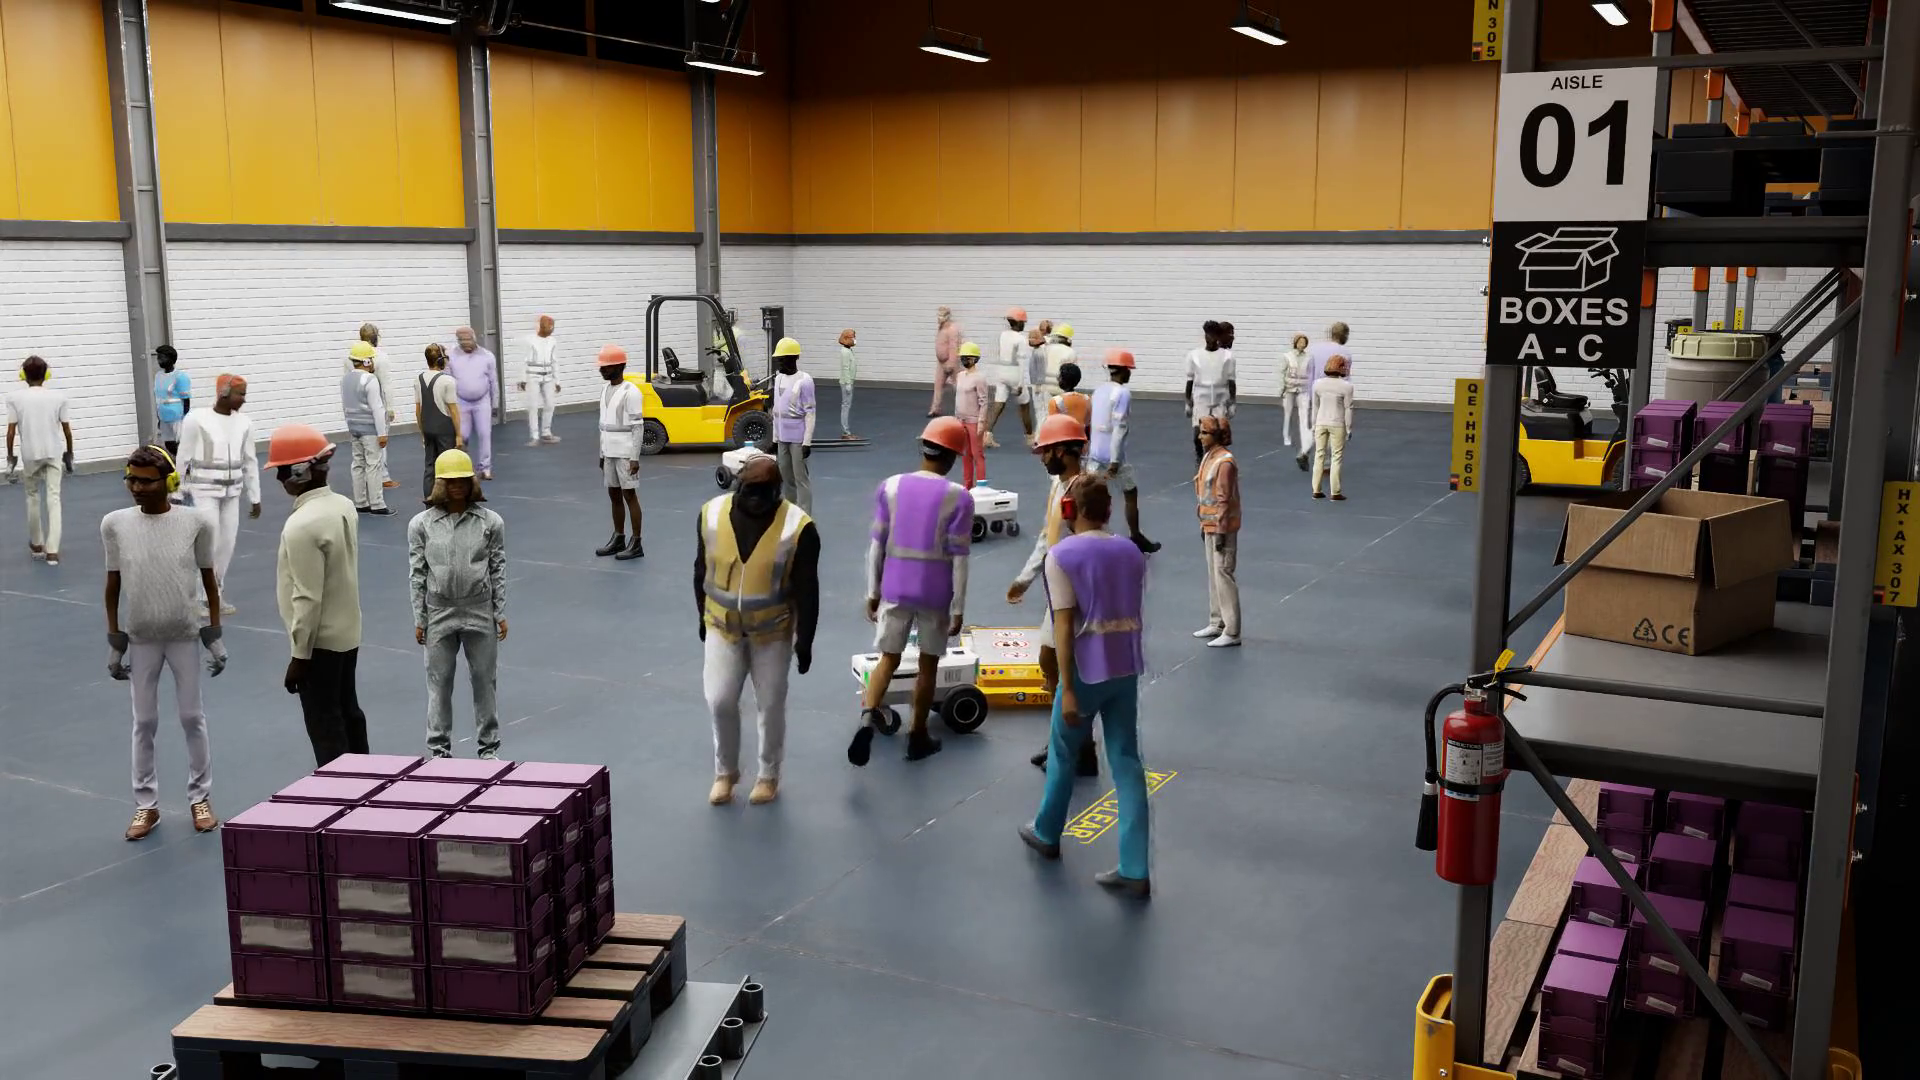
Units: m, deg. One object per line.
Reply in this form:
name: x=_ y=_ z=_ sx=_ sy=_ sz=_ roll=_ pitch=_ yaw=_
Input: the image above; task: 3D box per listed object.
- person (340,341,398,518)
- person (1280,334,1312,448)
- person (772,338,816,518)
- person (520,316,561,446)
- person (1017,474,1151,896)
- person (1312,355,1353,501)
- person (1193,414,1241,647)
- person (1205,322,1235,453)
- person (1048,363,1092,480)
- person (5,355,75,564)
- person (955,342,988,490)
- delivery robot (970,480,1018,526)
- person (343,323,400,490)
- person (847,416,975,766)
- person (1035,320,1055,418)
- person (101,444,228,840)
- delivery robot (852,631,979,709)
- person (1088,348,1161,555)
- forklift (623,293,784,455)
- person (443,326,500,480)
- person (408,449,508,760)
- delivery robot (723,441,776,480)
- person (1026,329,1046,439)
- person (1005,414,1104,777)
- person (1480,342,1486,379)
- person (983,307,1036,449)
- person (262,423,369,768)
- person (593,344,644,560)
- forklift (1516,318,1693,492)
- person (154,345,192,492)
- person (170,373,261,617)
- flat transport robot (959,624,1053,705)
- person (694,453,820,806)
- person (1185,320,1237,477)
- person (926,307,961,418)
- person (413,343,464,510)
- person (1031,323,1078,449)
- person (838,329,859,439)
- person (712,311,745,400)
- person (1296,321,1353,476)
person: x=-6.167 y=-1.150 z=17.326 sx=0.590 sy=1.837 sz=0.404 roll=7 pitch=12 yaw=35
person: x=4.776 y=-2.114 z=23.553 sx=0.515 sy=1.608 sz=0.732 roll=1 pitch=10 yaw=4
person: x=-1.650 y=-1.010 z=16.251 sx=0.366 sy=1.926 sz=0.594 roll=-9 pitch=13 yaw=-41
person: x=-6.020 y=-2.272 z=23.798 sx=0.351 sy=1.854 sz=0.670 roll=8 pitch=12 yaw=37
person: x=0.567 y=0.607 z=7.319 sx=0.579 sy=1.769 sz=0.951 roll=-7 pitch=12 yaw=-34
person: x=4.134 y=-1.245 z=18.492 sx=0.493 sy=1.624 sz=0.280 roll=7 pitch=12 yaw=37
person: x=1.808 y=-0.070 z=11.688 sx=0.322 sy=1.629 sz=0.516 roll=-1 pitch=10 yaw=-8
person: x=3.148 y=-1.706 z=20.310 sx=0.373 sy=1.914 sz=0.597 roll=3 pitch=10 yaw=18
person: x=1.044 y=-0.854 z=16.002 sx=0.540 sy=1.700 sz=0.316 roll=-7 pitch=12 yaw=-35
person: x=-8.243 y=-0.727 z=14.889 sx=0.547 sy=1.826 sz=0.924 roll=-6 pitch=11 yaw=-30
person: x=0.106 y=-1.308 z=18.431 sx=0.296 sy=1.772 sz=0.533 roll=-6 pitch=12 yaw=-33
delivery robot: x=0.210 y=-0.336 z=16.044 sx=0.707 sy=0.478 sz=0.477 roll=-7 pitch=12 yaw=-35
person: x=-6.833 y=-1.543 z=19.305 sx=0.635 sy=1.936 sz=0.354 roll=4 pitch=11 yaw=22
person: x=-0.240 y=0.304 z=8.777 sx=0.606 sy=1.889 sz=0.760 roll=3 pitch=10 yaw=18
person: x=1.412 y=-2.814 z=27.524 sx=0.309 sy=1.641 sz=0.514 roll=-7 pitch=12 yaw=-36
person: x=-3.744 y=0.475 z=7.844 sx=0.521 sy=1.864 sz=0.334 roll=-3 pitch=10 yaw=-19
delivery robot: x=-0.261 y=0.771 z=9.640 sx=0.707 sy=0.478 sz=0.477 roll=-3 pitch=10 yaw=-16
person: x=1.428 y=-0.769 z=14.949 sx=0.935 sy=1.888 sz=0.564 roll=-6 pitch=11 yaw=-30
forklift: x=-3.588 y=-2.317 z=23.042 sx=2.313 sy=2.155 sz=1.214 roll=-1 pitch=10 yaw=-5
person: x=-5.933 y=-1.665 z=20.187 sx=0.669 sy=1.877 sz=0.522 roll=-4 pitch=10 yaw=-20
person: x=-2.592 y=0.397 z=8.630 sx=0.490 sy=1.746 sz=0.286 roll=-4 pitch=10 yaw=-21
delivery robot: x=-2.444 y=-0.902 z=19.322 sx=0.477 sy=0.478 sz=0.707 roll=-9 pitch=13 yaw=-41
person: x=1.121 y=-2.259 z=24.328 sx=0.266 sy=1.631 sz=0.507 roll=-1 pitch=10 yaw=-3
person: x=0.512 y=0.286 z=8.841 sx=0.511 sy=1.896 sz=0.573 roll=-2 pitch=10 yaw=-11
person: x=6.569 y=-1.664 z=20.640 sx=0.938 sy=1.715 sz=0.535 roll=-5 pitch=11 yaw=-28
person: x=0.722 y=-2.270 z=23.401 sx=1.065 sy=1.995 sz=0.626 roll=-9 pitch=14 yaw=-43
person: x=-2.925 y=0.454 z=7.594 sx=0.386 sy=1.989 sz=0.608 roll=0 pitch=10 yaw=-2
person: x=-3.080 y=-0.788 z=14.940 sx=0.553 sy=1.934 sz=0.363 roll=9 pitch=13 yaw=43
forklift: x=7.066 y=-1.601 z=18.899 sx=2.313 sy=2.155 sz=1.214 roll=5 pitch=11 yaw=27
person: x=-9.071 y=-1.399 z=19.165 sx=0.541 sy=1.696 sz=0.316 roll=5 pitch=11 yaw=28
person: x=-5.636 y=-0.339 z=12.626 sx=0.377 sy=1.833 sz=0.670 roll=5 pitch=11 yaw=29
flat transport robot: x=0.342 y=0.780 z=10.677 sx=0.652 sy=0.197 sz=1.431 roll=0 pitch=10 yaw=-2
person: x=-1.003 y=0.454 z=8.184 sx=0.658 sy=1.793 sz=0.566 roll=1 pitch=10 yaw=6
person: x=3.012 y=-1.664 z=19.952 sx=0.616 sy=1.948 sz=0.415 roll=1 pitch=10 yaw=5
person: x=-0.162 y=-2.986 z=27.910 sx=0.914 sy=1.864 sz=0.647 roll=-7 pitch=12 yaw=-35
person: x=-5.232 y=-1.054 z=16.745 sx=0.508 sy=1.846 sz=0.345 roll=4 pitch=11 yaw=21
person: x=1.352 y=-2.077 z=22.869 sx=0.589 sy=1.791 sz=0.940 roll=8 pitch=13 yaw=39
person: x=-1.633 y=-2.270 z=24.392 sx=0.286 sy=1.633 sz=0.499 roll=0 pitch=10 yaw=0
person: x=-3.698 y=-2.751 z=26.620 sx=0.646 sy=1.825 sz=0.468 roll=7 pitch=12 yaw=35
person: x=4.508 y=-1.726 z=20.452 sx=0.575 sy=1.912 sz=0.658 roll=-6 pitch=11 yaw=-31
